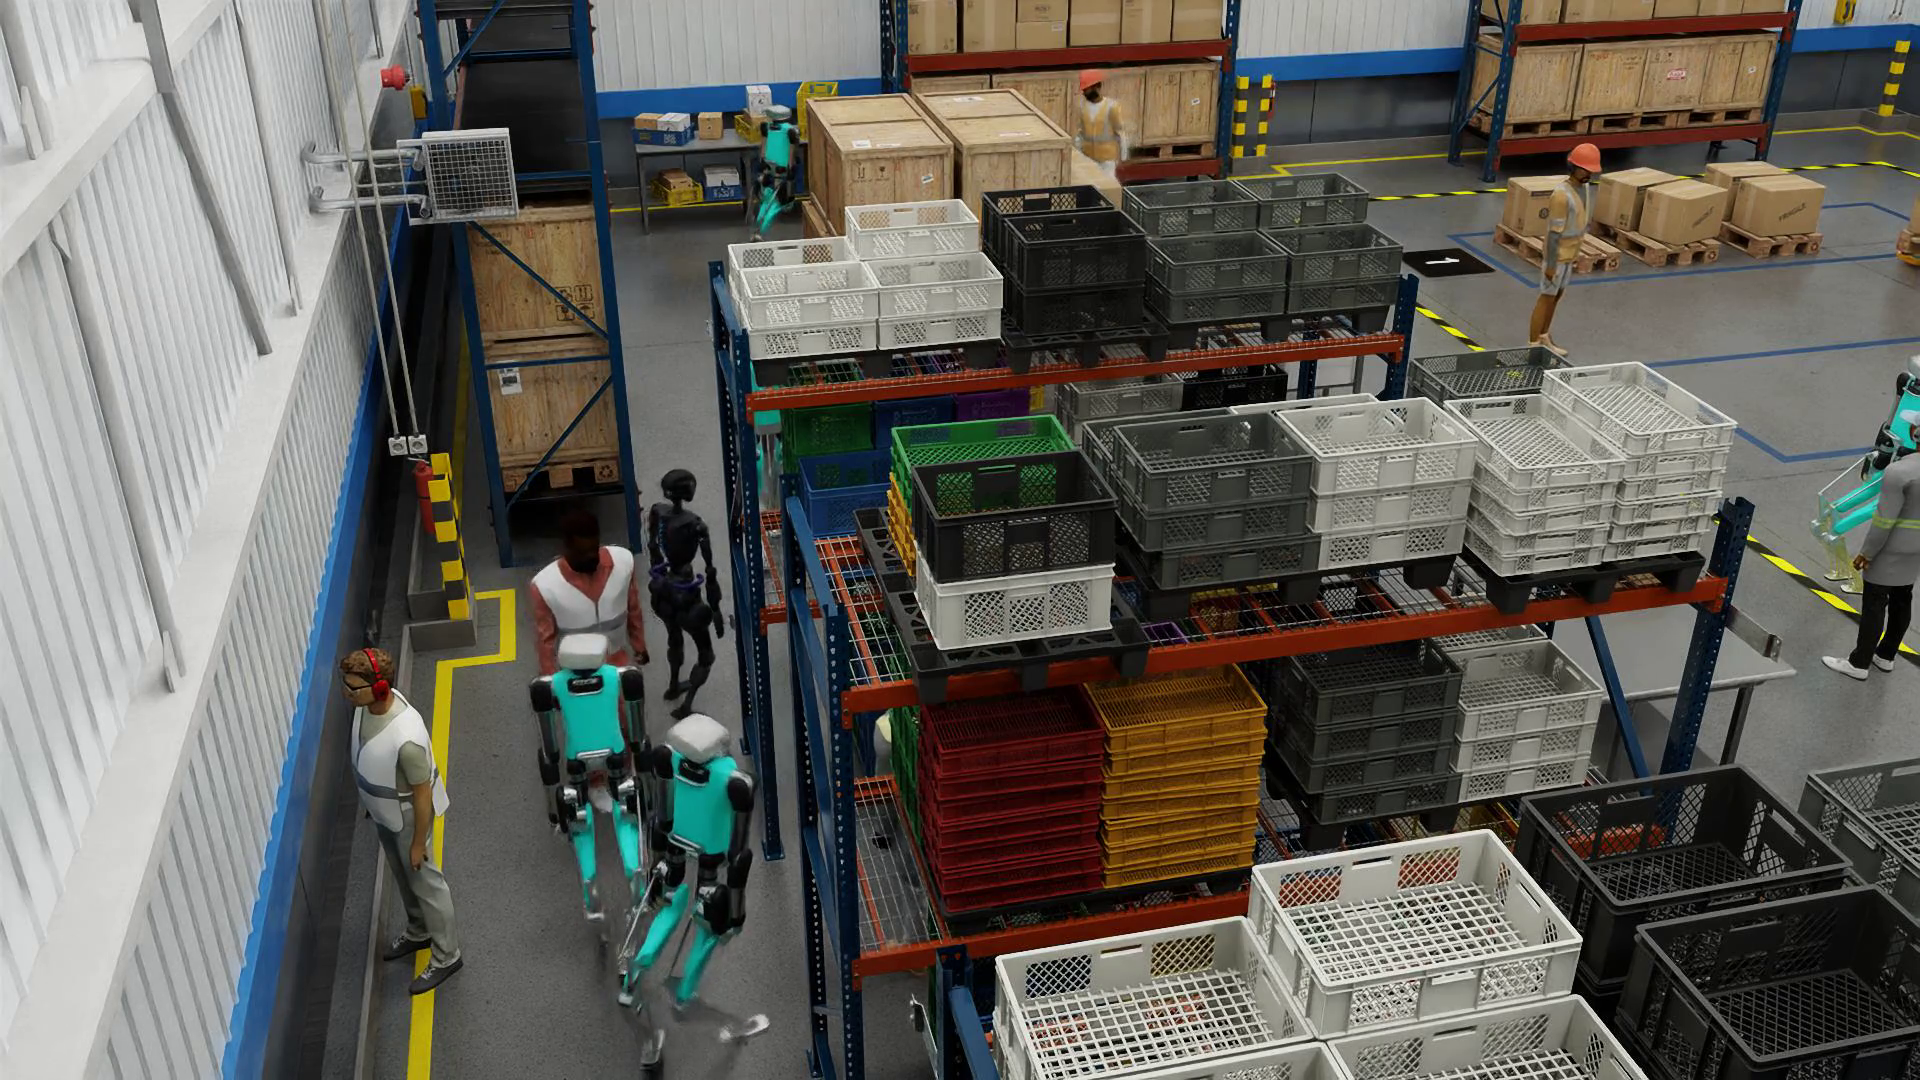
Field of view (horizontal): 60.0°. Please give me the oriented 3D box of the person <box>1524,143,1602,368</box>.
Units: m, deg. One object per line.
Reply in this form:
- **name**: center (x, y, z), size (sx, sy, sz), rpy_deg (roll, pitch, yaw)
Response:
- **person**: center (5.476, -2.581, 15.051), size (0.400, 2.035, 0.607), rpy_deg (20, 34, 34)

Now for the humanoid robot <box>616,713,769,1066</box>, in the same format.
- **humanoid robot**: center (-1.266, 1.677, 7.307), size (0.533, 1.767, 0.920), rpy_deg (16, 32, 28)

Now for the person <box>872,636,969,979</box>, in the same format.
- **person**: center (-0.163, 1.276, 7.943), size (0.622, 1.841, 0.431), rpy_deg (-19, 33, -32)

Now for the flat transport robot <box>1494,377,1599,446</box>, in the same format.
- **flat transport robot**: center (4.780, -1.036, 14.013), size (0.659, 0.231, 1.431), rpy_deg (-6, 28, -12)

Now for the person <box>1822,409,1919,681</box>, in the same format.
- **person**: center (5.810, 0.014, 10.321), size (0.588, 1.852, 0.374), rpy_deg (-11, 30, -20)

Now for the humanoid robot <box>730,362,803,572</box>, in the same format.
- **humanoid robot**: center (-1.376, -0.689, 11.781), size (0.551, 1.739, 0.974), rpy_deg (-7, 29, -13)

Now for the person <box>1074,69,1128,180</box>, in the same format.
- **person**: center (1.521, -4.242, 18.352), size (0.560, 1.891, 0.532), rpy_deg (18, 33, 31)

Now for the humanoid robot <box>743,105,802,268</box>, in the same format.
- **humanoid robot**: center (-2.032, -3.521, 17.210), size (0.537, 1.825, 0.834), rpy_deg (22, 35, 36)

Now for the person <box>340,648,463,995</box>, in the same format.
- **person**: center (-2.638, 1.303, 7.882), size (0.390, 1.846, 0.565), rpy_deg (-23, 35, -36)

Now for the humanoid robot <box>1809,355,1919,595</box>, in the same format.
- **humanoid robot**: center (6.075, -0.430, 11.142), size (0.735, 1.677, 0.533), rpy_deg (-1, 28, -2)

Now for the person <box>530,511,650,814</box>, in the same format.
- **person**: center (-1.978, 0.663, 9.041), size (0.640, 1.896, 0.482), rpy_deg (-19, 33, -31)

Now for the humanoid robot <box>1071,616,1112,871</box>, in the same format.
- **humanoid robot**: center (0.709, 1.048, 8.556), size (0.535, 1.640, 0.612), rpy_deg (0, 28, 1)

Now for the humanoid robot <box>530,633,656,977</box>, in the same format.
- **humanoid robot**: center (-1.691, 1.384, 7.889), size (0.530, 1.800, 0.807), rpy_deg (-6, 28, -11)

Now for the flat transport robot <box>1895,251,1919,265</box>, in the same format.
- **flat transport robot**: center (10.631, -2.870, 17.462), size (0.652, 0.197, 1.431), rpy_deg (-6, 28, -12)

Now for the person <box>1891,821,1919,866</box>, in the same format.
- **person**: center (4.680, 1.316, 7.874), size (0.453, 1.832, 0.549), rpy_deg (1, 28, 2)

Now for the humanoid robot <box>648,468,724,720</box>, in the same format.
- **humanoid robot**: center (-1.683, 0.332, 9.921), size (0.589, 1.635, 0.459), rpy_deg (20, 34, 33)

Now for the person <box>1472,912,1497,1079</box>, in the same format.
- **person**: center (2.129, 2.045, 6.489), size (0.422, 1.829, 0.541), rpy_deg (-5, 28, -9)
